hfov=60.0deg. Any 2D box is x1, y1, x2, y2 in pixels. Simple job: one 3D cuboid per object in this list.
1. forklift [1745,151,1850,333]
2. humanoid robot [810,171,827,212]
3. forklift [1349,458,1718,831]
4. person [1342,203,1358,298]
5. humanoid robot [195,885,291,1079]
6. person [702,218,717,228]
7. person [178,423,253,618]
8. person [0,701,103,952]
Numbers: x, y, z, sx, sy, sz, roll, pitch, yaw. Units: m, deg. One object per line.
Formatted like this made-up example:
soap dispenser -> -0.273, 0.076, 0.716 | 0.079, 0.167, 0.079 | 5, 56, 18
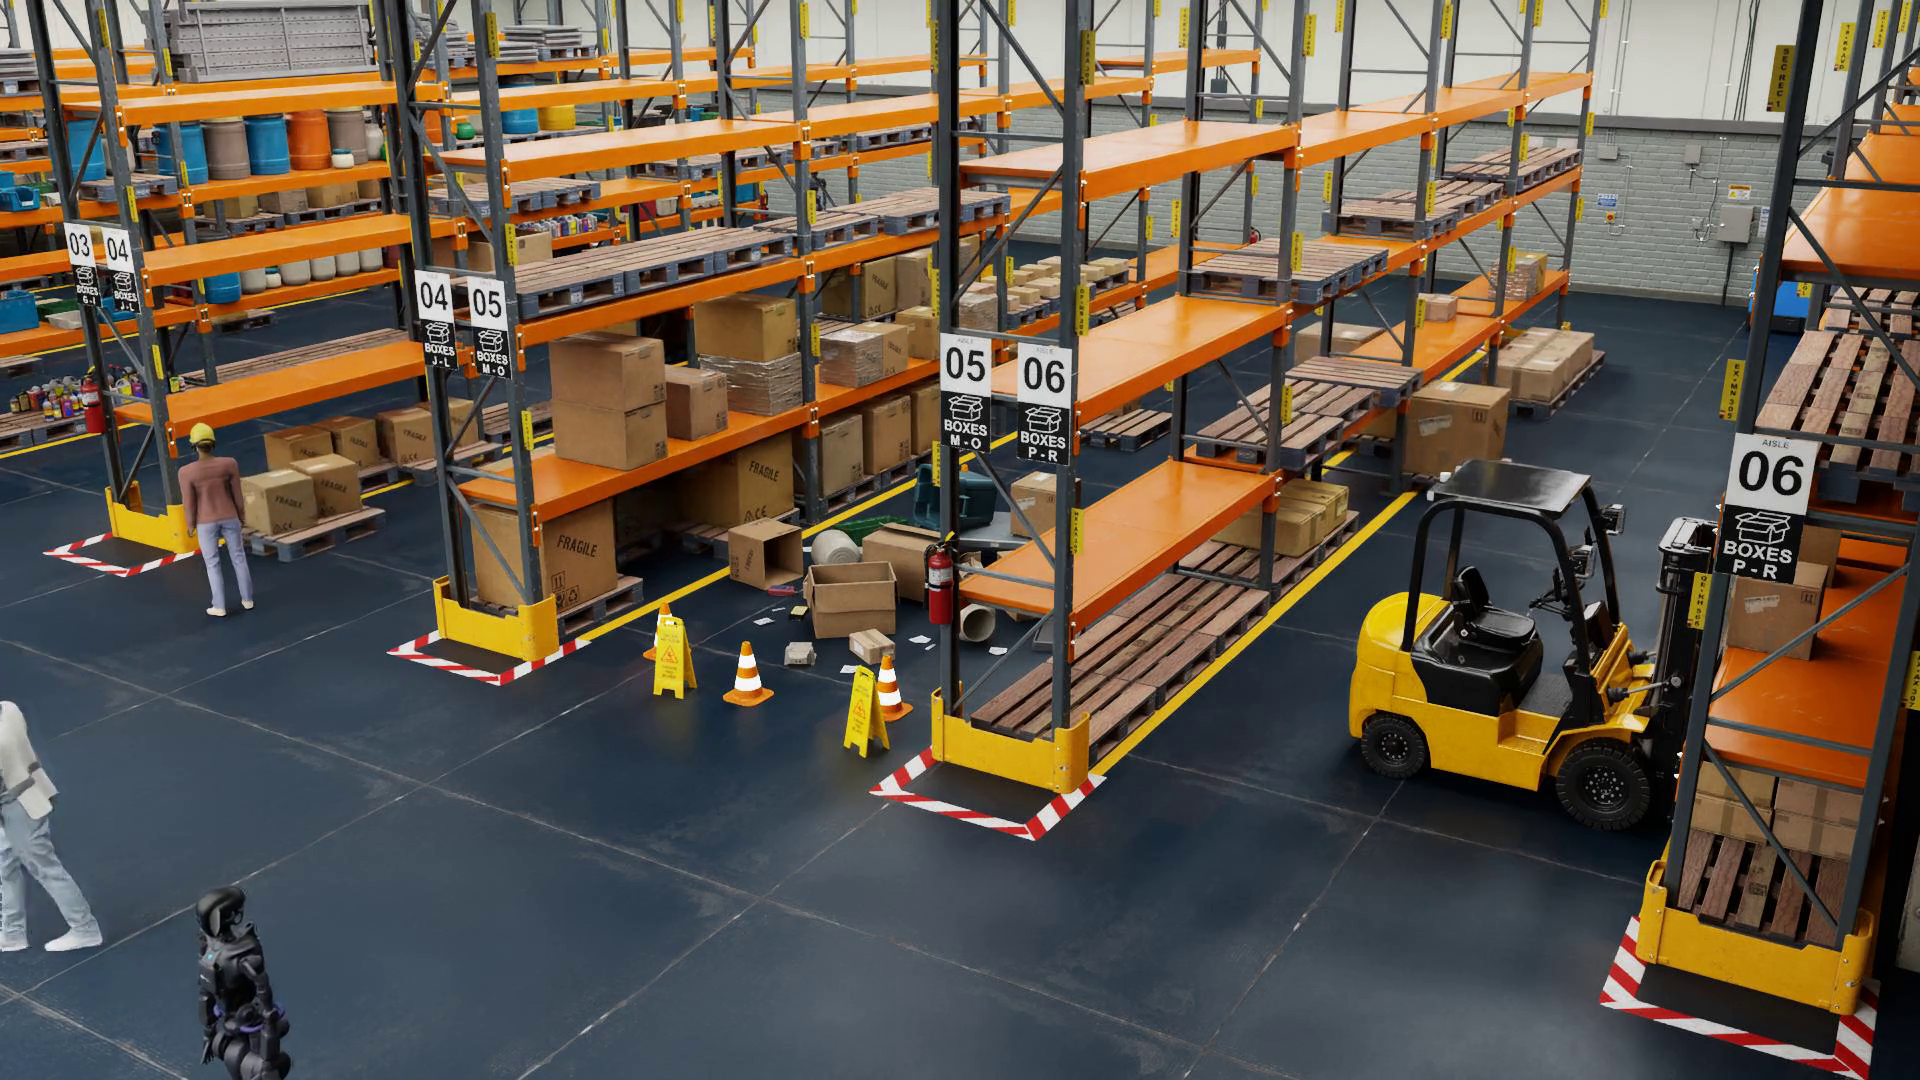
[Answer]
forklift -> 13.620, -4.667, 26.137 | 1.873, 2.768, 1.129 | 11, 22, 29
humanoid robot -> -3.034, -6.965, 34.636 | 0.589, 1.633, 0.698 | -9, 21, -24
forklift -> 3.988, 0.658, 11.776 | 2.313, 2.155, 1.214 | 11, 22, 29
person -> 6.564, -5.084, 29.182 | 0.869, 1.654, 0.530 | 14, 23, 34
humanoid robot -> -3.324, 2.338, 7.705 | 0.607, 1.644, 0.472 | 13, 23, 32
person -> -5.260, -7.047, 34.819 | 0.489, 1.688, 0.350 | -6, 20, -17
person -> -6.646, -0.177, 14.835 | 0.525, 1.768, 0.328 | -17, 25, -39
person -> -5.498, 1.595, 9.550 | 0.812, 1.871, 0.628 | -6, 20, -18
